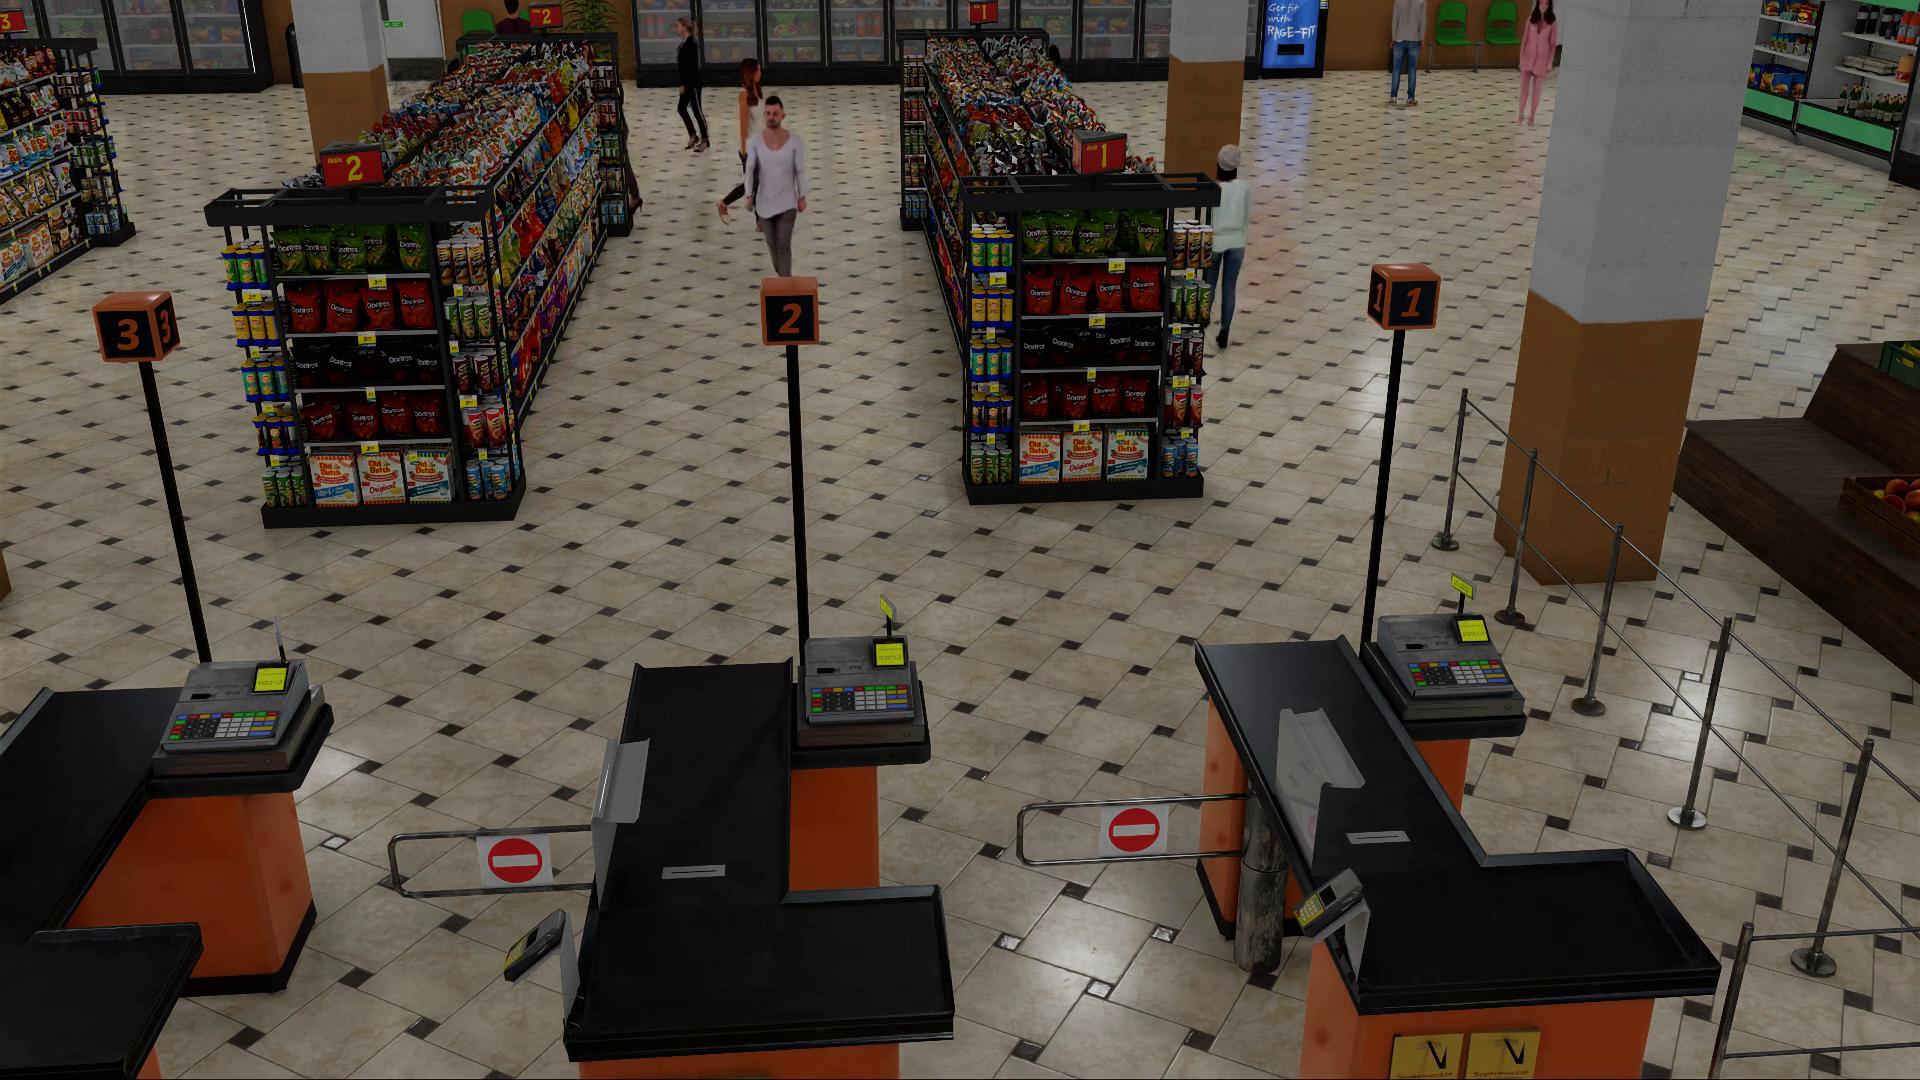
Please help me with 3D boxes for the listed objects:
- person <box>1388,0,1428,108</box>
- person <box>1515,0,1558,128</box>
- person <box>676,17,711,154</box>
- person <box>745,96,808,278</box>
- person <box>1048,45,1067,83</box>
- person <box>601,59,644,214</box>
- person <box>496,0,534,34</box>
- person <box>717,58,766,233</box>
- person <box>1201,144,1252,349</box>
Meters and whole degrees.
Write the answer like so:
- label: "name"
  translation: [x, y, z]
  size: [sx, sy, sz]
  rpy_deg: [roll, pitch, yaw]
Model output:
- label: "person"
  translation: [6.686, -7.465, 24.829]
  size: [0.741, 1.906, 0.732]
  rpy_deg: [8, 25, 19]
- label: "person"
  translation: [8.037, -6.663, 23.161]
  size: [0.890, 1.774, 1.029]
  rpy_deg: [10, 26, 22]
- label: "person"
  translation: [-3.344, -5.813, 21.322]
  size: [0.730, 1.691, 0.632]
  rpy_deg: [-8, 25, -18]
- label: "person"
  translation: [-1.624, -3.026, 14.817]
  size: [0.815, 1.800, 1.173]
  rpy_deg: [2, 24, 6]
- label: "person"
  translation: [1.117, -4.485, 18.230]
  size: [1.039, 1.736, 1.208]
  rpy_deg: [9, 25, 20]
- label: "person"
  translation: [-3.624, -4.358, 18.045]
  size: [0.684, 1.653, 0.629]
  rpy_deg: [-3, 24, -6]
- label: "person"
  translation: [-5.958, -6.391, 22.439]
  size: [0.724, 1.855, 0.681]
  rpy_deg: [-11, 26, -23]
- label: "person"
  translation: [-2.229, -4.068, 17.242]
  size: [0.862, 1.765, 0.935]
  rpy_deg: [8, 25, 18]
- label: "person"
  translation: [2.180, -2.364, 13.549]
  size: [0.601, 1.604, 1.047]
  rpy_deg: [-1, 24, -2]
